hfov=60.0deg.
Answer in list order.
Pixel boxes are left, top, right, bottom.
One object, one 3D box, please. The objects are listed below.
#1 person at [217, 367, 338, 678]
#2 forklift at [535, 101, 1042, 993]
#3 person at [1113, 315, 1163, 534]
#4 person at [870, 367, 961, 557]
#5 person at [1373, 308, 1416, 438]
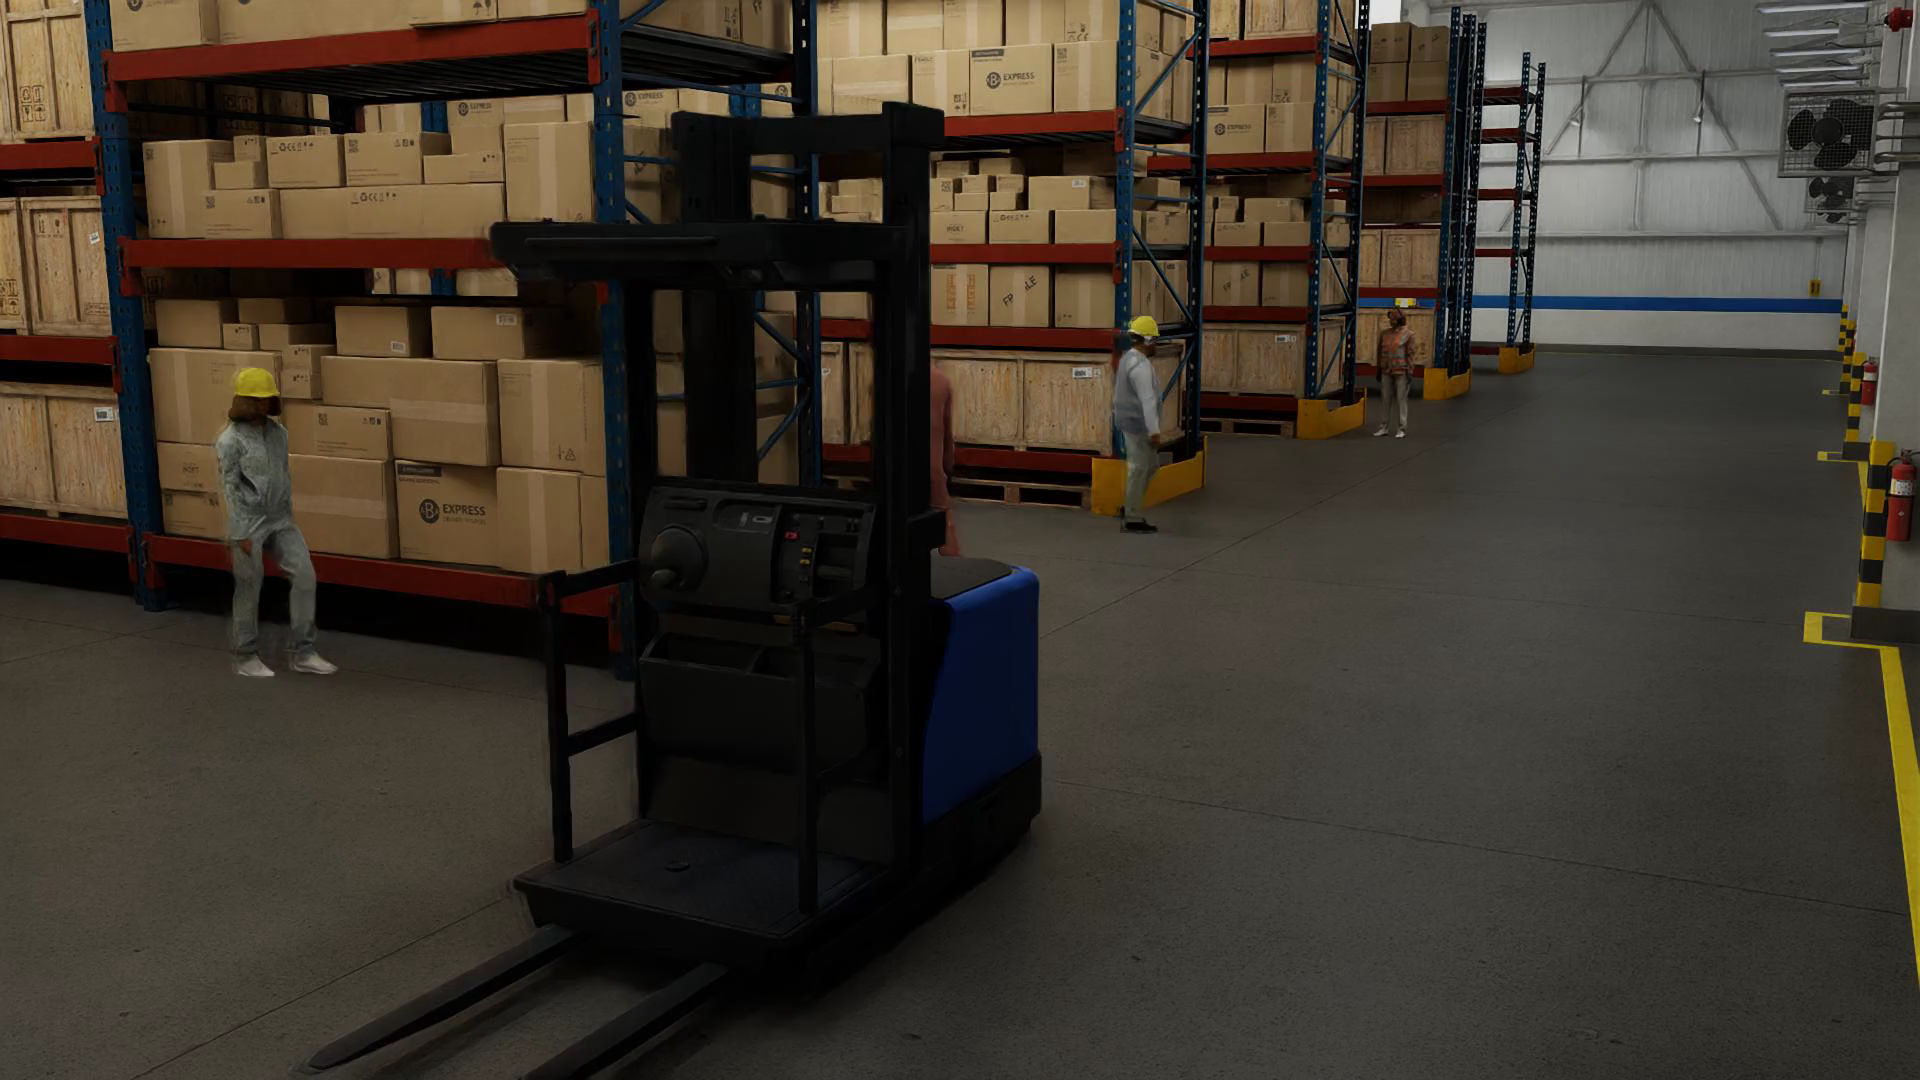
[{"bbox_3d":[-3.726,-0.074,9.044,0.710,1.715,0.502,4,11,23],"label":"person"},{"bbox_3d":[-0.528,-0.131,6.003,1.129,2.768,1.873,5,11,27],"label":"forklift"},{"bbox_3d":[1.497,-0.951,13.845,0.427,1.817,0.638,0,10,-3],"label":"person"},{"bbox_3d":[-0.362,-0.504,11.206,0.681,1.832,1.086,-6,12,-32],"label":"person"},{"bbox_3d":[5.499,-2.105,21.029,0.512,1.638,0.312,9,14,43],"label":"person"}]
